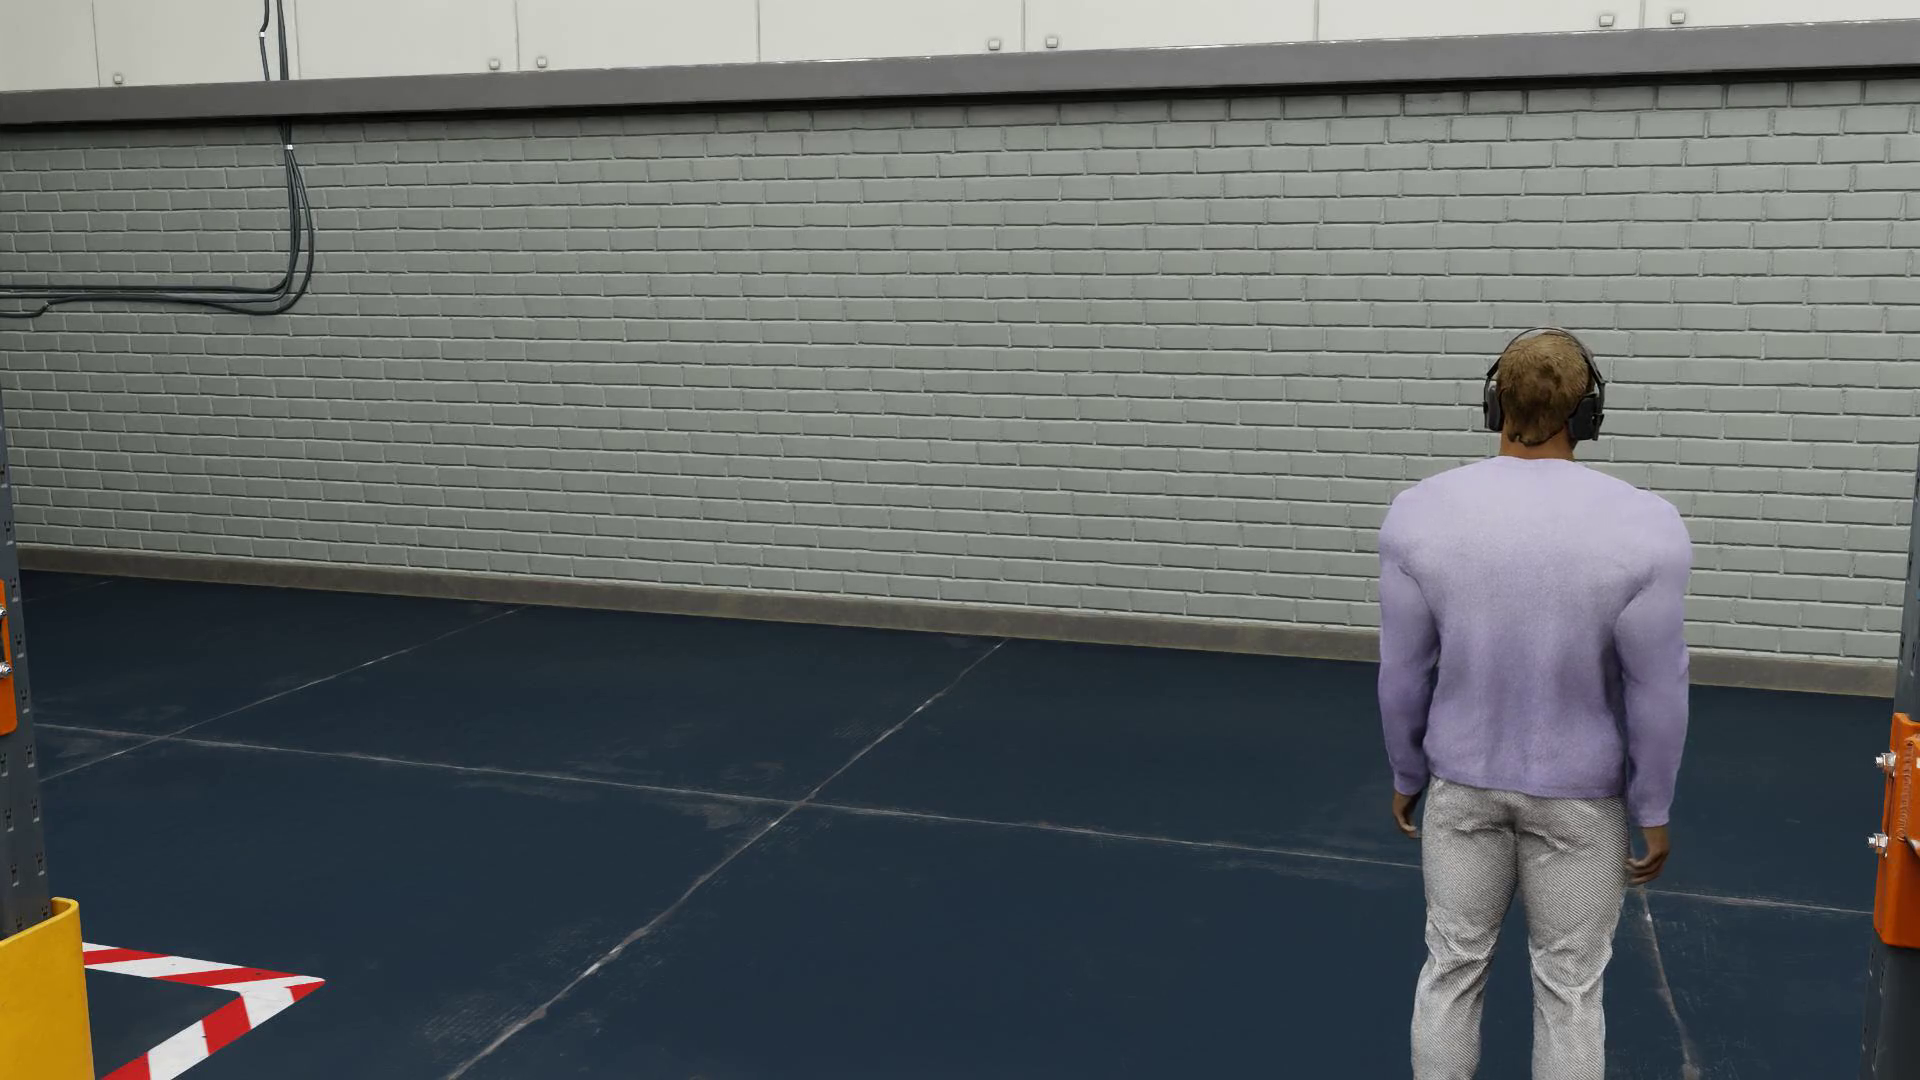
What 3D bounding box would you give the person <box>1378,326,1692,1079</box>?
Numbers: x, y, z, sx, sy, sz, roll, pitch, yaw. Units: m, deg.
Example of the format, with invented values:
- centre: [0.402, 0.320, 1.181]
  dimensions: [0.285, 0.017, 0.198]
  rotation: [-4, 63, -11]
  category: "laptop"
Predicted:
- centre: [1.191, 0.524, 3.522]
  dimensions: [0.631, 1.940, 0.372]
  rotation: [6, 11, 30]
  category: "person"
